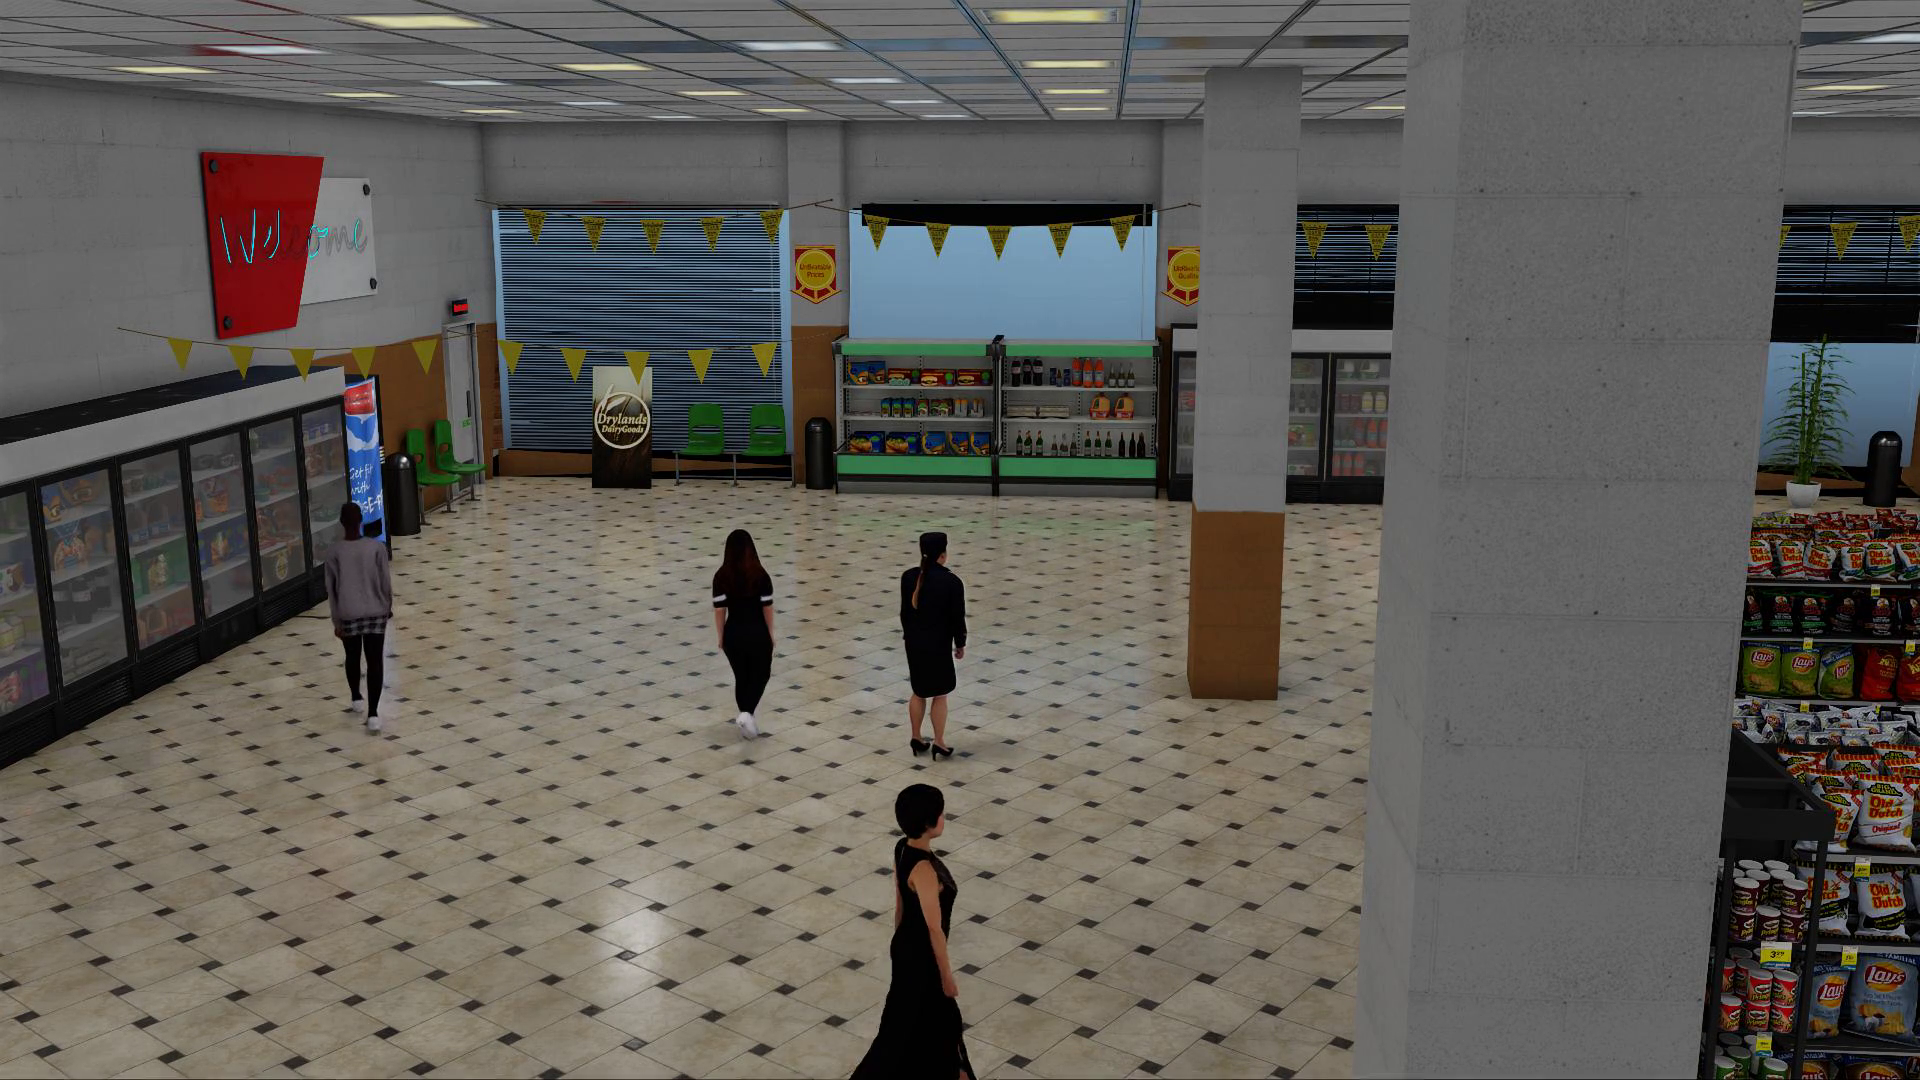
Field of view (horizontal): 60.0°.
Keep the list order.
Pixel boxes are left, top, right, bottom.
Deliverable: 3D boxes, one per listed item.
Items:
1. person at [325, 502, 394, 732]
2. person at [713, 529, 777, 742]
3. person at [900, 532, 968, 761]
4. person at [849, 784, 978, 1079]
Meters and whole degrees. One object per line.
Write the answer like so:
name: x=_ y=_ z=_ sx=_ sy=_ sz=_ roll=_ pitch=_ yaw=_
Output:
person: x=-4.547 y=0.604 z=12.696 sx=1.054 sy=1.738 sz=0.935 roll=-4 pitch=13 yaw=-18
person: x=-1.589 y=0.739 z=12.325 sx=0.776 sy=1.627 sz=0.670 roll=1 pitch=12 yaw=3
person: x=-0.220 y=0.768 z=12.081 sx=0.704 sy=1.671 sz=0.836 roll=6 pitch=13 yaw=26
person: x=-0.261 y=1.852 z=7.194 sx=1.084 sy=1.564 sz=0.812 roll=-3 pitch=12 yaw=-15
